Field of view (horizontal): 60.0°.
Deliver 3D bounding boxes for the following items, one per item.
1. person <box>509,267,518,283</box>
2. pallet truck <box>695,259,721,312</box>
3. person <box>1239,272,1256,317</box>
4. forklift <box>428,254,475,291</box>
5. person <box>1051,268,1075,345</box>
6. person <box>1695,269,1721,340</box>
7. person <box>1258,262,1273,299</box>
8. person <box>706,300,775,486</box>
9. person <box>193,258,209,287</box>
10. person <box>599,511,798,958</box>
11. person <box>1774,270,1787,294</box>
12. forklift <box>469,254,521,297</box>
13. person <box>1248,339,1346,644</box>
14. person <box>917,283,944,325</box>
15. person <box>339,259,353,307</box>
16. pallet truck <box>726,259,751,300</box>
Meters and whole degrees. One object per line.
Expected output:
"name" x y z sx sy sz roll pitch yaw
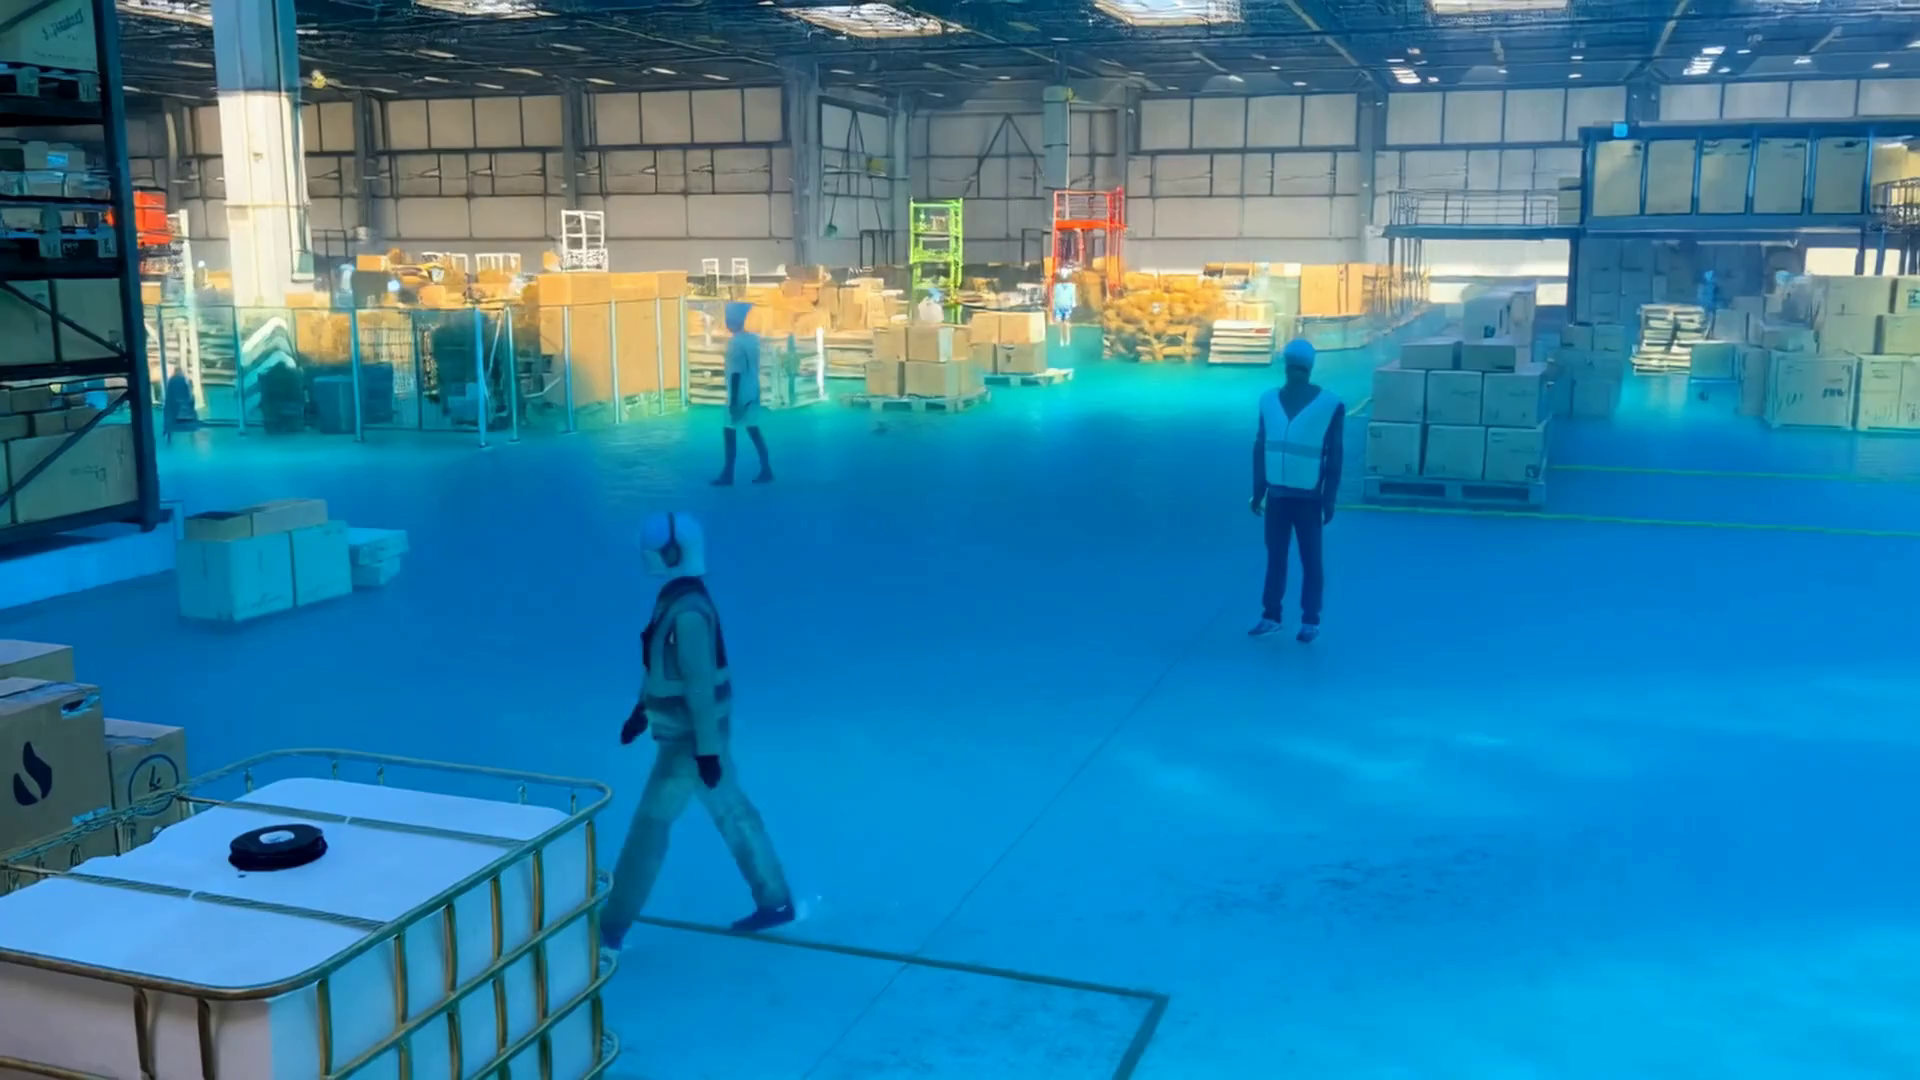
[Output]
"person" -15.639 -8.772 58.711 0.853 1.733 0.536 -2 10 -10
"pallet truck" -9.165 -9.627 62.776 0.823 1.965 1.885 4 11 23
"person" 8.391 -6.966 48.591 0.493 1.714 0.795 -1 10 -6
"forklift" -20.133 -10.254 65.465 1.157 1.987 2.680 3 11 19
"person" 2.556 -5.790 41.404 0.579 1.904 0.831 2 10 13
"person" 17.928 -5.534 39.919 0.542 1.928 0.374 8 13 37
"person" 8.924 -7.119 48.662 0.393 1.990 0.616 0 10 1
"person" -2.275 -1.510 17.231 0.590 1.960 0.635 4 11 23
"person" -30.366 -10.281 66.559 0.619 1.953 0.702 -5 11 -26
"person" -0.985 0.684 5.852 0.884 1.591 0.526 -2 10 -10
"person" 20.246 -5.723 41.142 0.452 1.868 0.615 1 10 3
"forklift" -17.990 -10.121 64.684 1.157 1.987 2.680 3 11 17
"person" 2.128 -0.312 10.532 0.593 1.921 0.392 7 12 35
"person" -0.428 -3.230 27.050 0.447 1.887 0.664 5 11 25
"person" -21.129 -8.616 57.092 1.041 1.989 0.618 2 10 9
"pallet truck" -7.986 -9.493 62.019 0.823 1.965 1.885 3 11 17
